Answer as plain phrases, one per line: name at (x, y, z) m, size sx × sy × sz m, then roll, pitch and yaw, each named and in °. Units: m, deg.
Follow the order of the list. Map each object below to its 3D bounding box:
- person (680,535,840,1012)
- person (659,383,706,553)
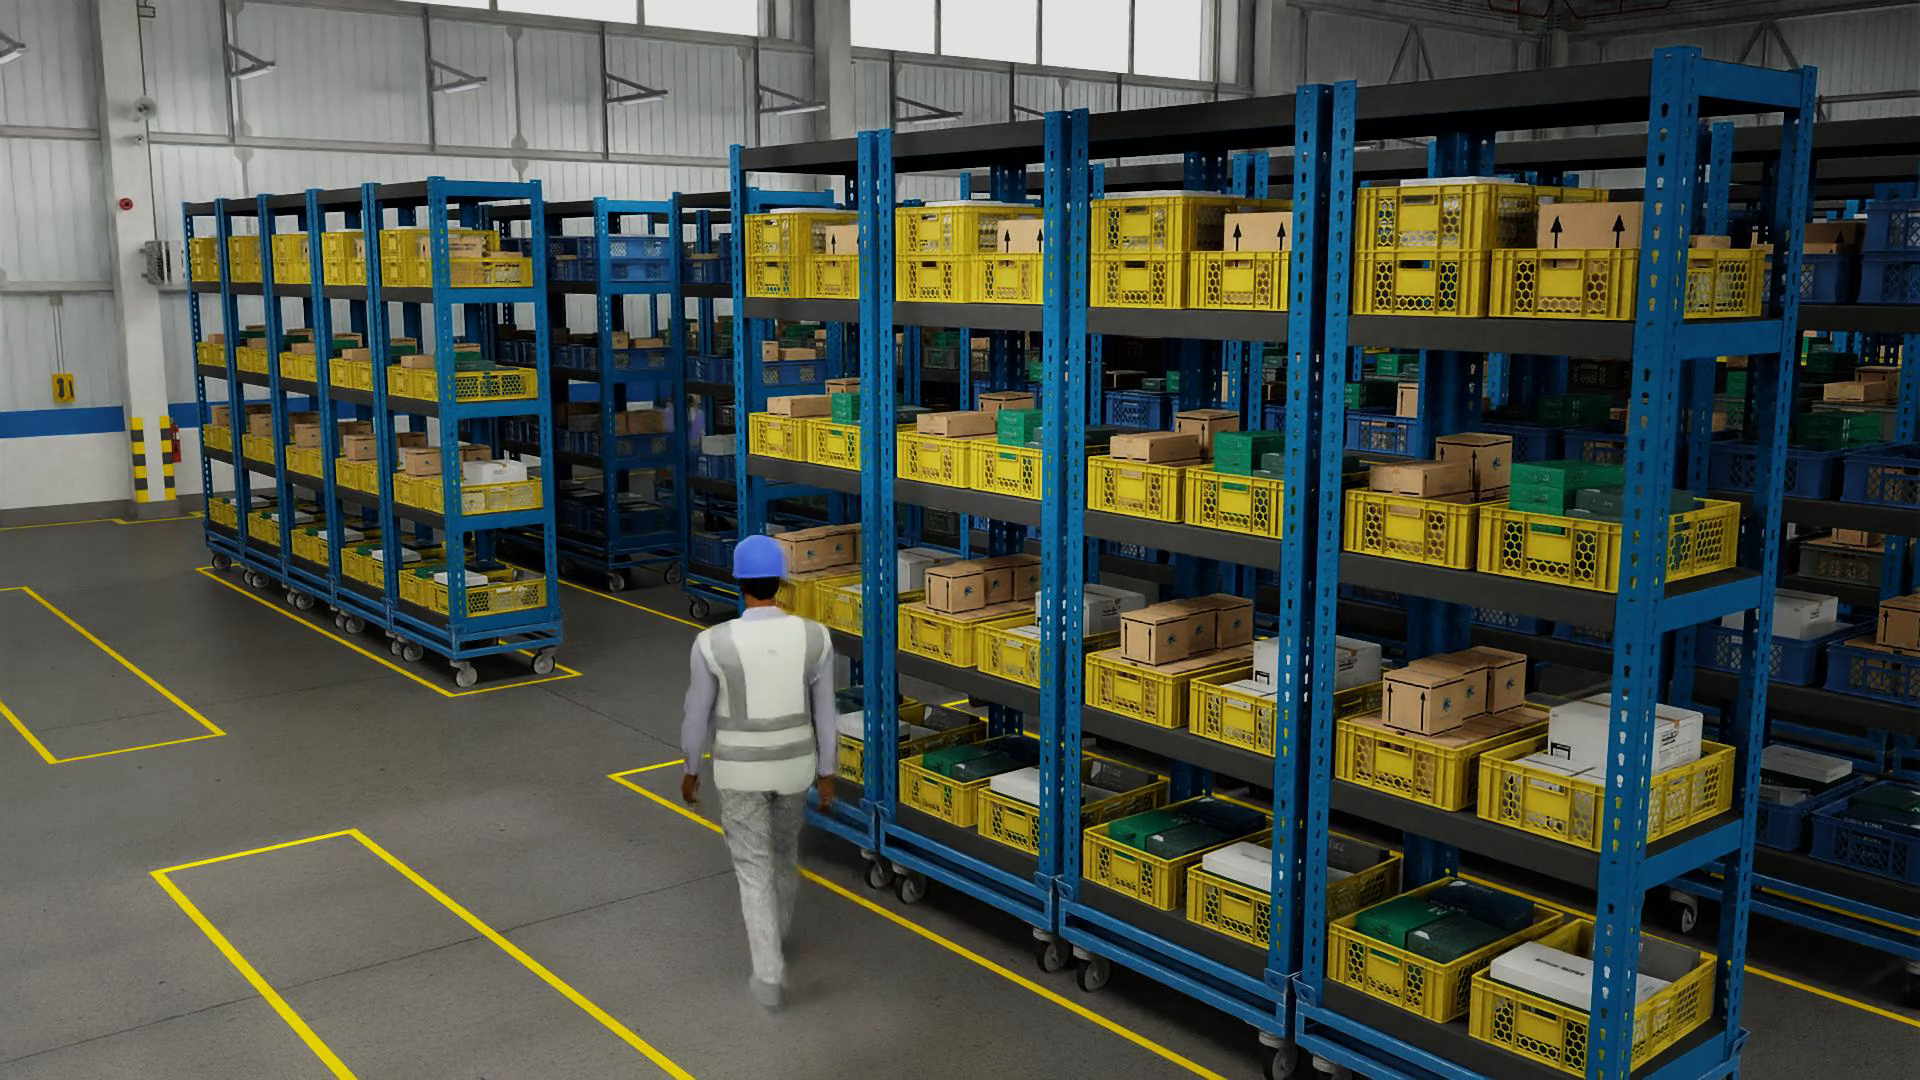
person at (-0.869, 0.924, 6.930) m, size 0.609 × 1.917 × 0.849 m, roll -5°, pitch 11°, yaw -27°
person at (-2.808, -0.732, 17.127) m, size 0.530 × 1.831 × 0.595 m, roll 8°, pitch 12°, yaw 41°
